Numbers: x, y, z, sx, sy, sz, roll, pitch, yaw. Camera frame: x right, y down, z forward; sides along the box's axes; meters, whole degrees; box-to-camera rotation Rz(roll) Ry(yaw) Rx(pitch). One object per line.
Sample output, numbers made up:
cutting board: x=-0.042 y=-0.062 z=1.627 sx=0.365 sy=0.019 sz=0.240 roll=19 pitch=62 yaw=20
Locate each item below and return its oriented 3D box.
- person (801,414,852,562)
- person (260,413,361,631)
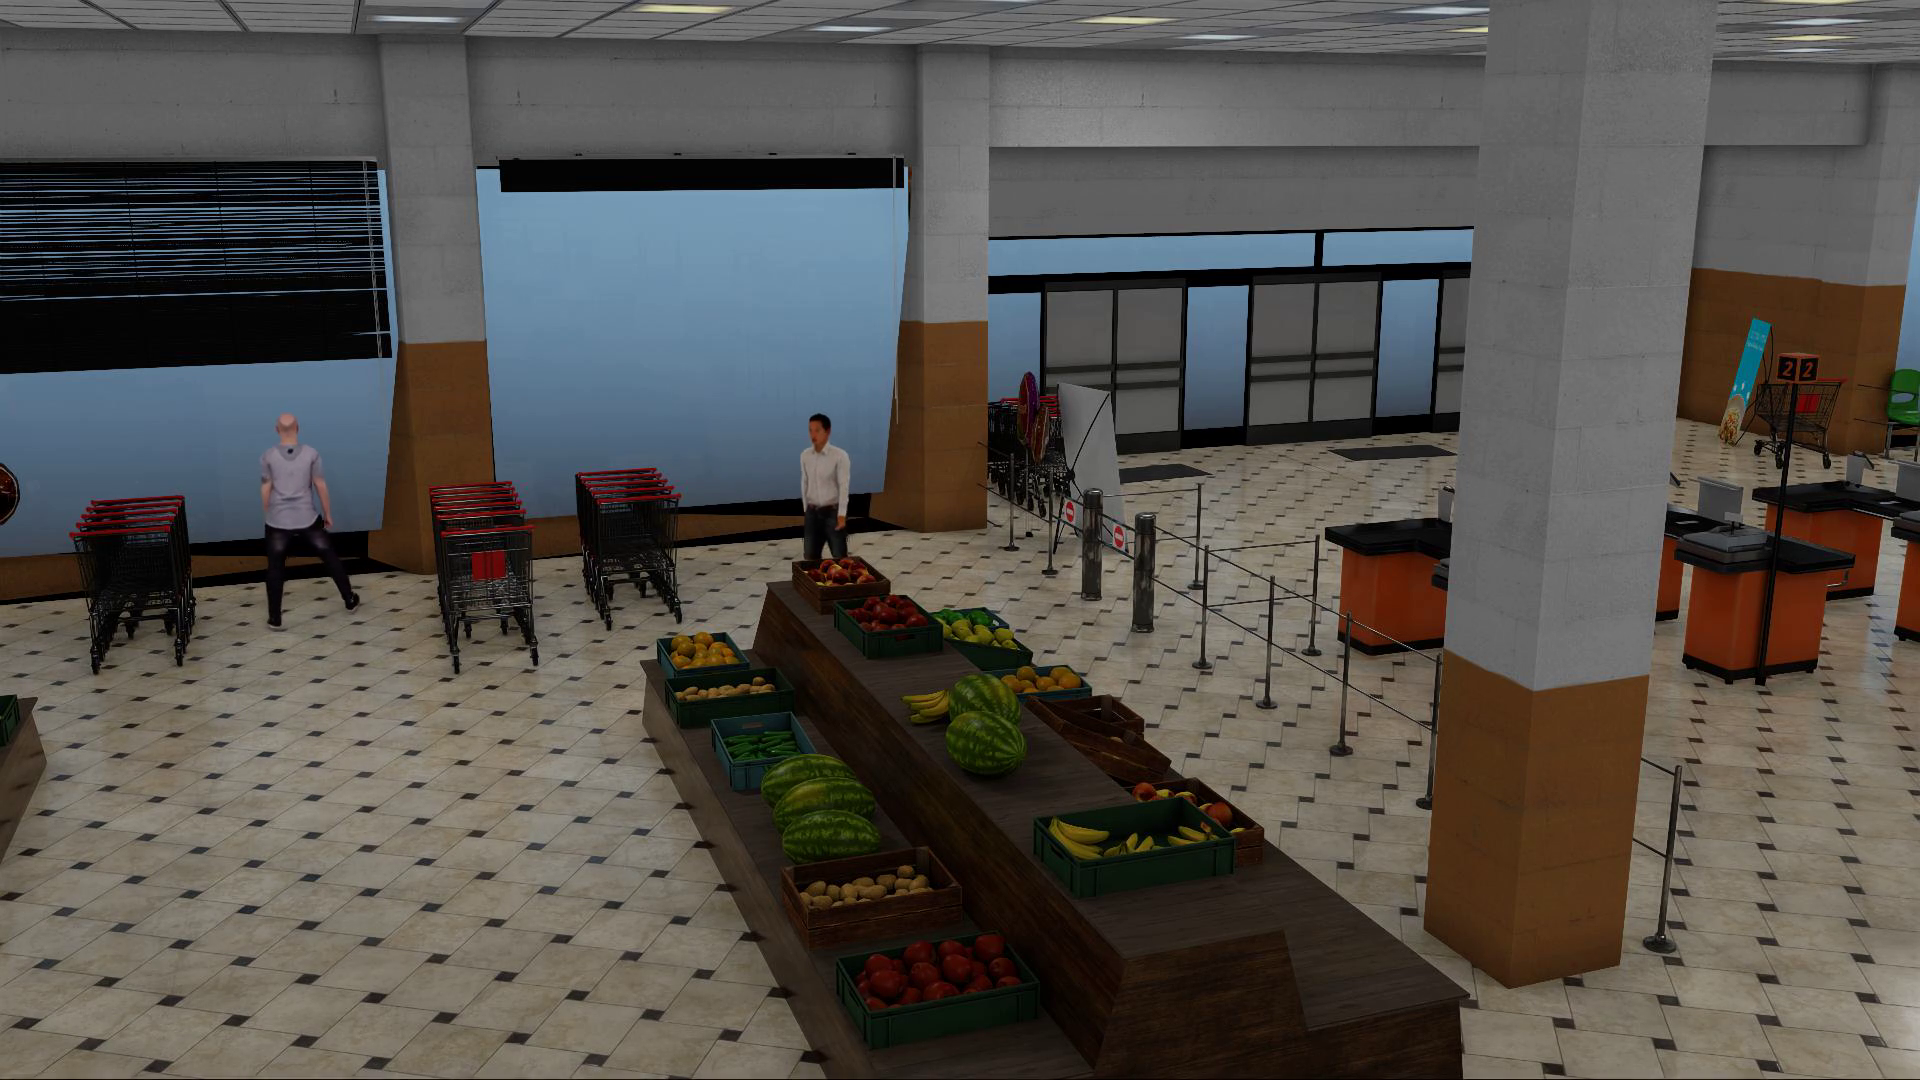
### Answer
person: x=-1.106 y=-0.211 z=14.498 sx=1.086 sy=1.774 sz=1.153 roll=6 pitch=15 yaw=22
person: x=-5.675 y=-0.169 z=14.264 sx=0.966 sy=1.804 sz=0.803 roll=-6 pitch=15 yaw=-24
